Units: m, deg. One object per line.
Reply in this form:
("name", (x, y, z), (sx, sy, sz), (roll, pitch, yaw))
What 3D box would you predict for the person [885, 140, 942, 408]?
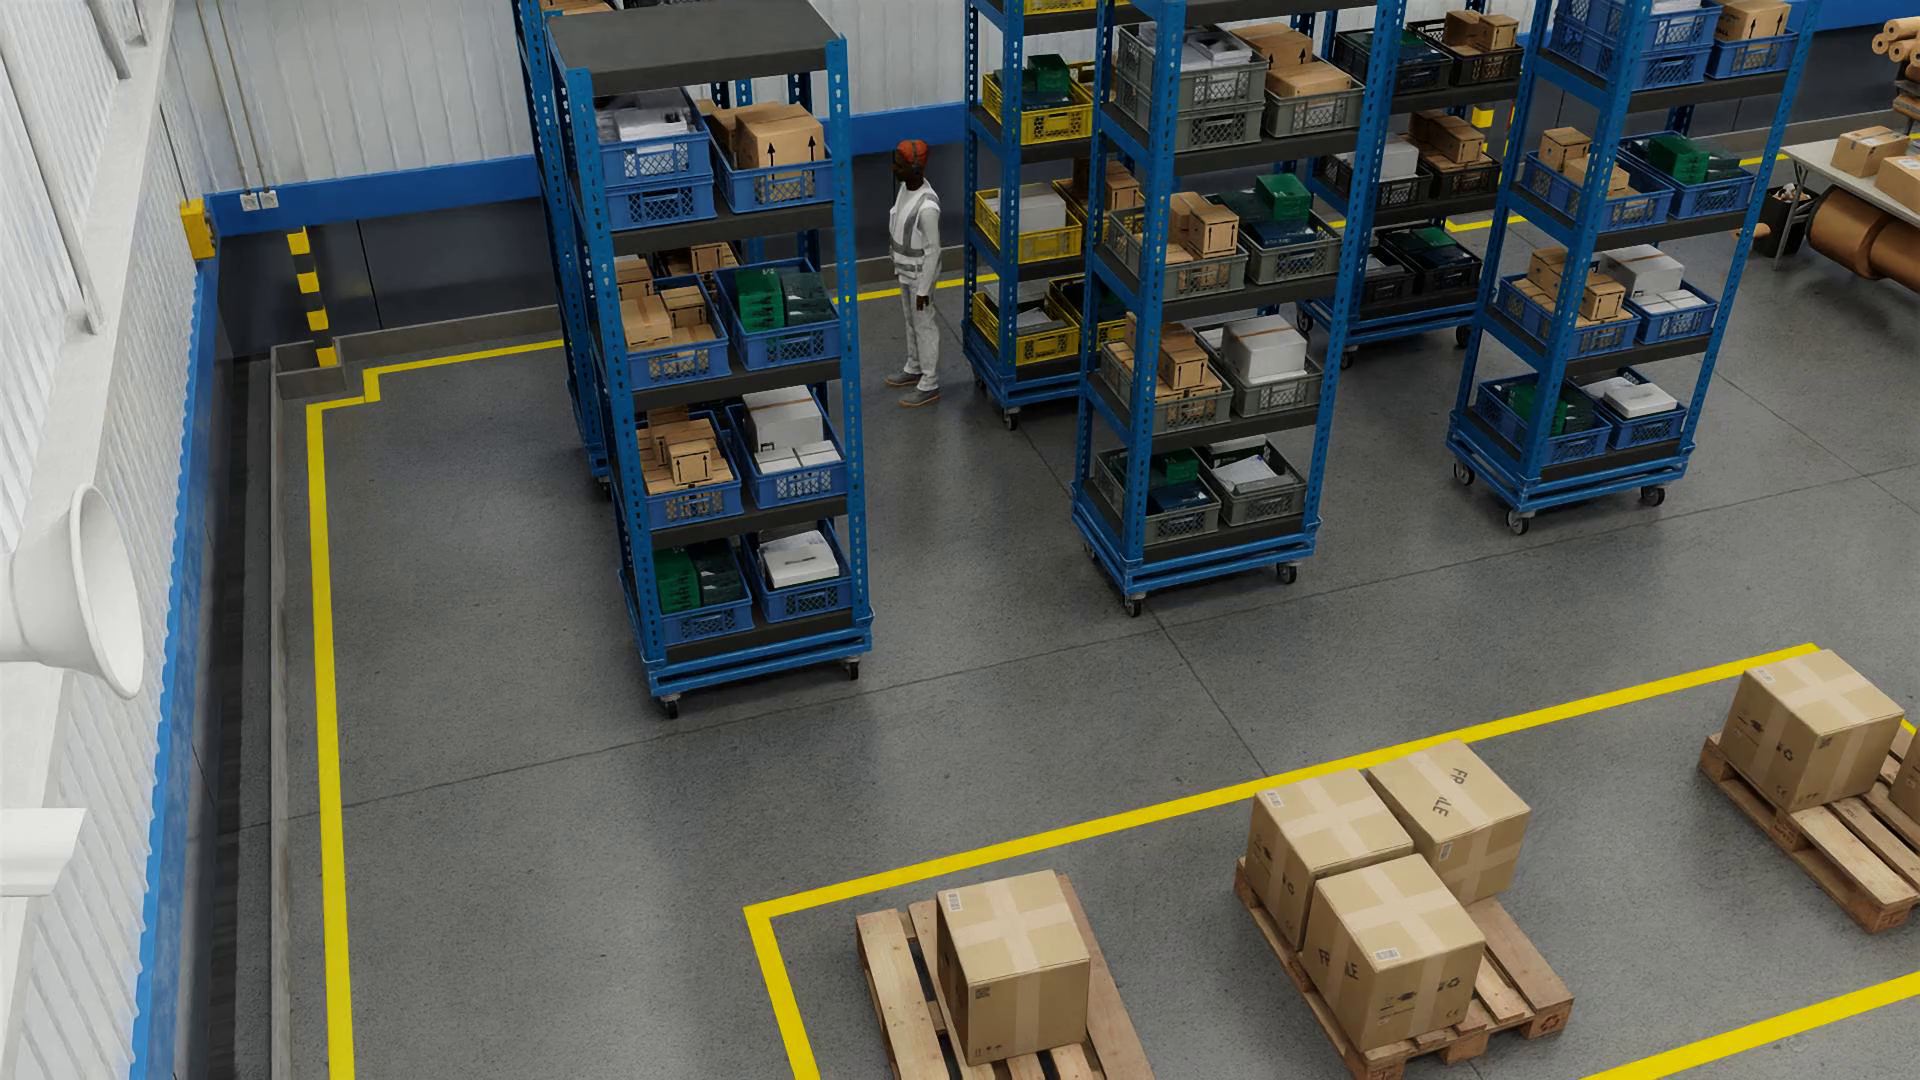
("person", (-0.308, -1.793, 11.199), (0.357, 1.882, 0.572), (-11, 37, -15))
